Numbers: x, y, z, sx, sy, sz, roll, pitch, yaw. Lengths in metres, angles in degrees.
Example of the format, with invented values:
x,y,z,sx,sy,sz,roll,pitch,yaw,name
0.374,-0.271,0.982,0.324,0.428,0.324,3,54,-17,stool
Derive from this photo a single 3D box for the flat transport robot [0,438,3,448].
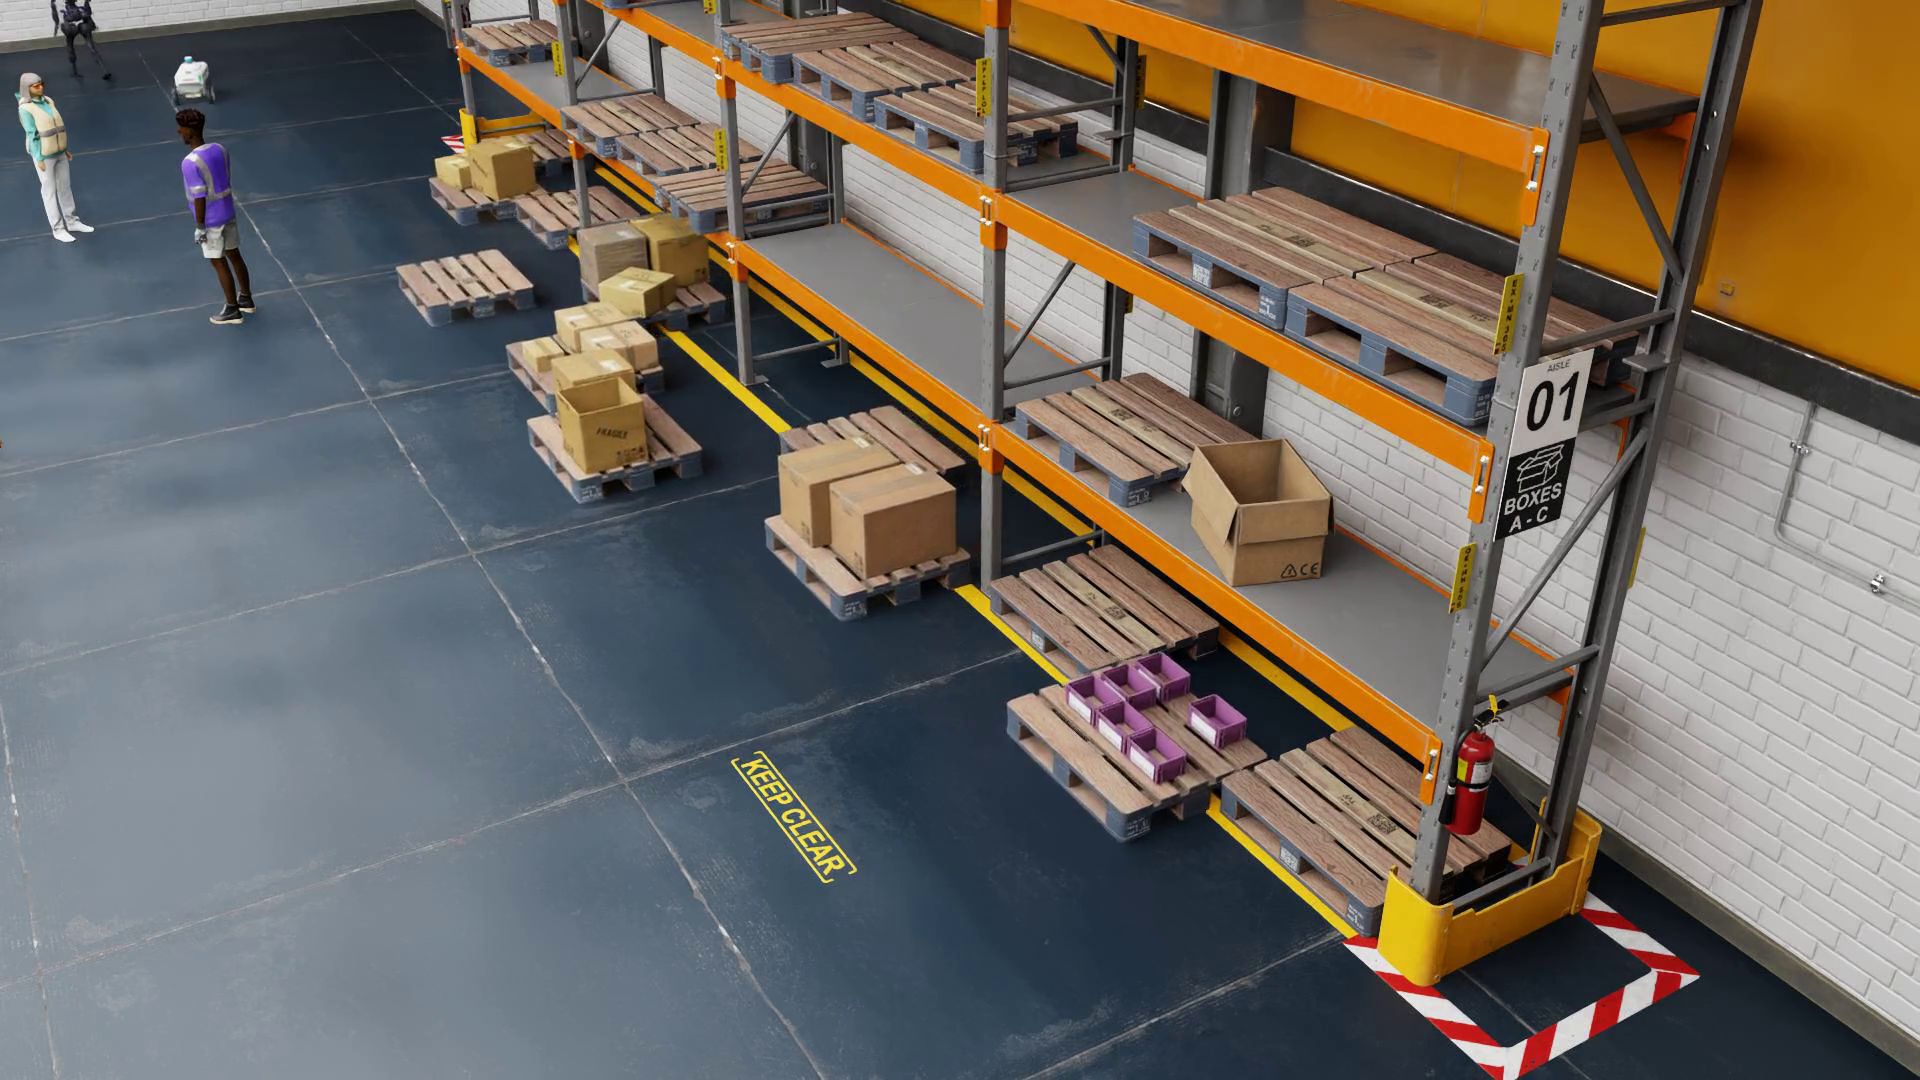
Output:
x,y,z,sx,sy,sz,roll,pitch,yaw,name
-7.809,-0.456,12.437,0.659,0.231,1.431,-2,30,-4,flat transport robot

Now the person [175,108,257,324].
x,y,z,sx,sy,sz,roll,pitch,yaw,name
-6.779,-2.938,15.098,0.361,1.964,0.612,3,30,6,person

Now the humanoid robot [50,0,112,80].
x,y,z,sx,sy,sz,roll,pitch,yaw,name
-12.162,-7.153,22.884,0.775,1.633,0.583,19,34,30,humanoid robot

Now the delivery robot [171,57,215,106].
x,y,z,sx,sy,sz,roll,pitch,yaw,name
-10.217,-6.132,22.143,0.499,0.571,0.756,-8,30,-13,delivery robot

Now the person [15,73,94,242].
x,y,z,sx,sy,sz,roll,pitch,yaw,name
-9.388,-3.951,17.142,0.366,1.705,0.465,5,30,9,person
